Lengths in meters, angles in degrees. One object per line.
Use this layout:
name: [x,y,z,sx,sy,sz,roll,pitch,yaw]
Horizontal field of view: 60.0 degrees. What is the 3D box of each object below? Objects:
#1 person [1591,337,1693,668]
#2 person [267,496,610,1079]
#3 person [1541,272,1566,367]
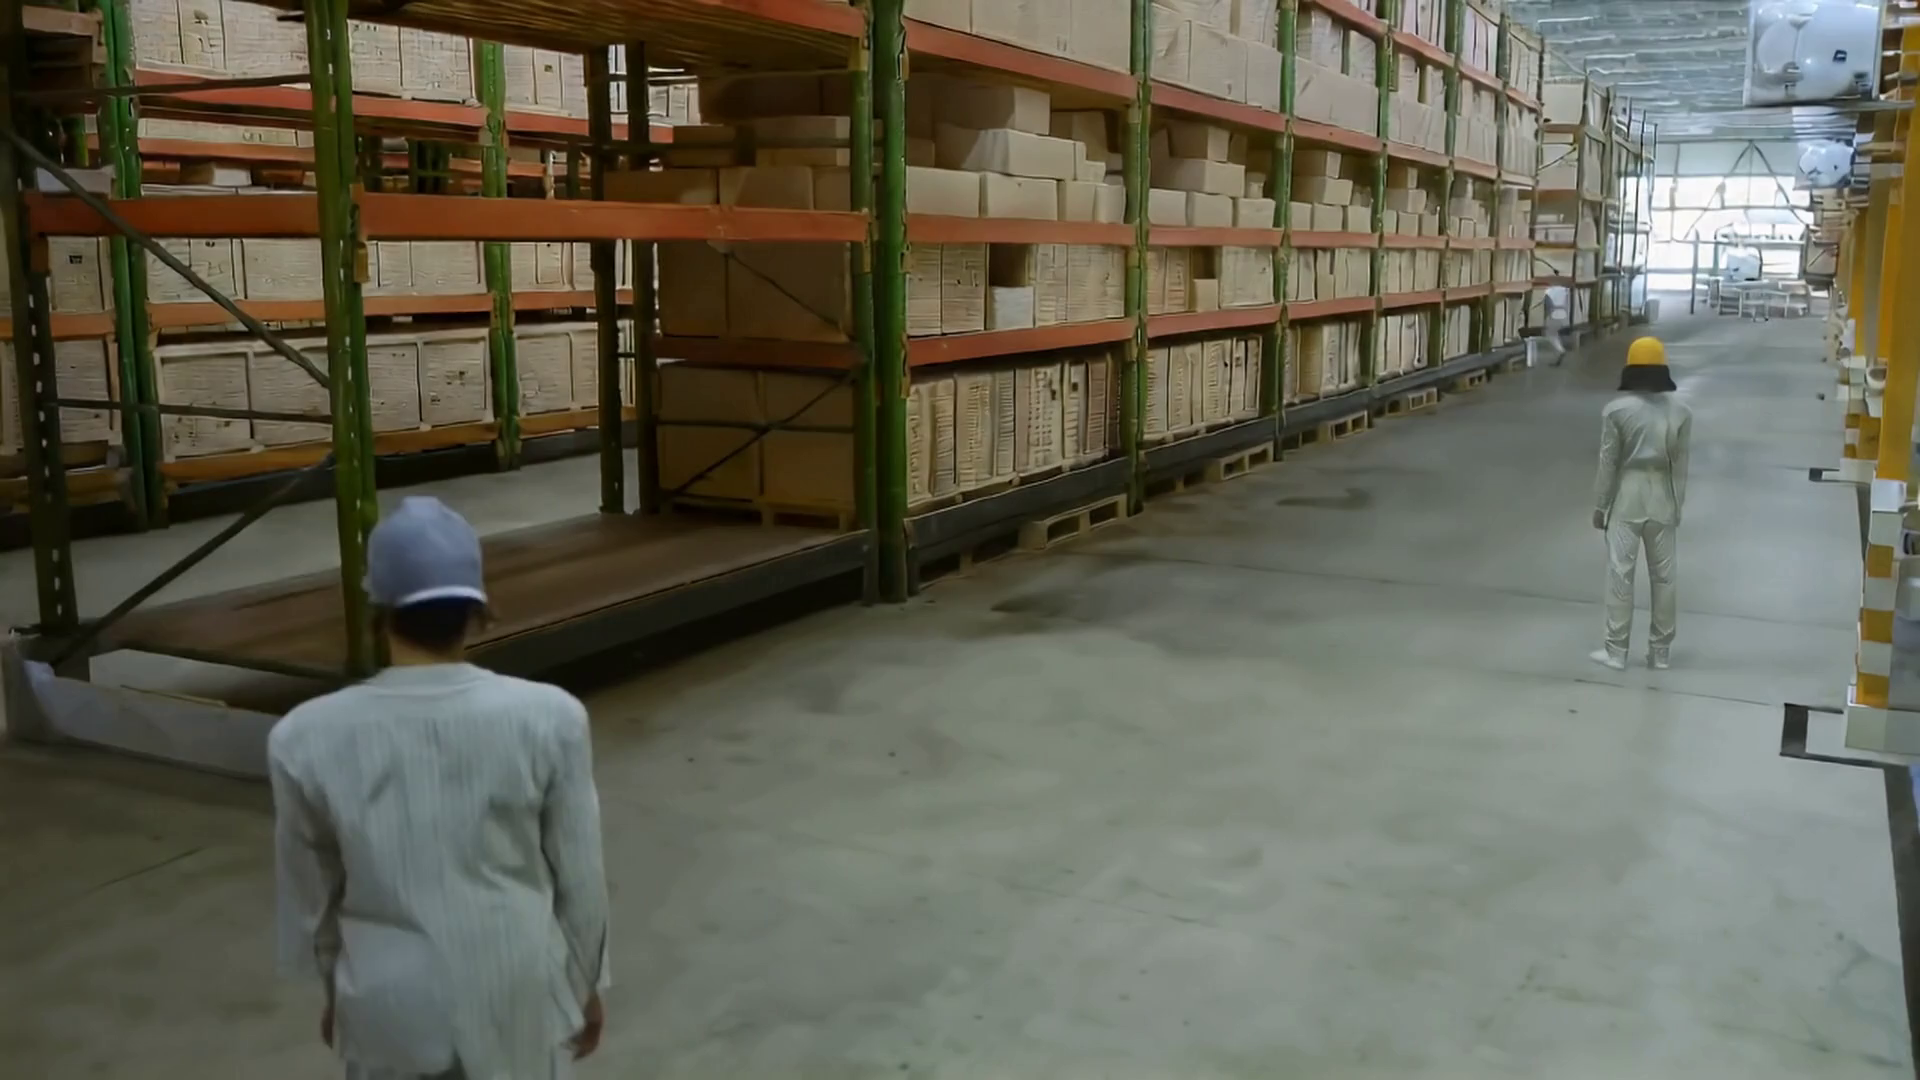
person: [3.573,-0.193,8.759,0.489,1.741,0.322,0,10,-3]
person: [-0.920,0.791,3.009,0.572,1.755,0.319,-3,10,-15]
person: [11.360,-4.203,31.736,0.608,1.821,0.473,-6,12,-32]
